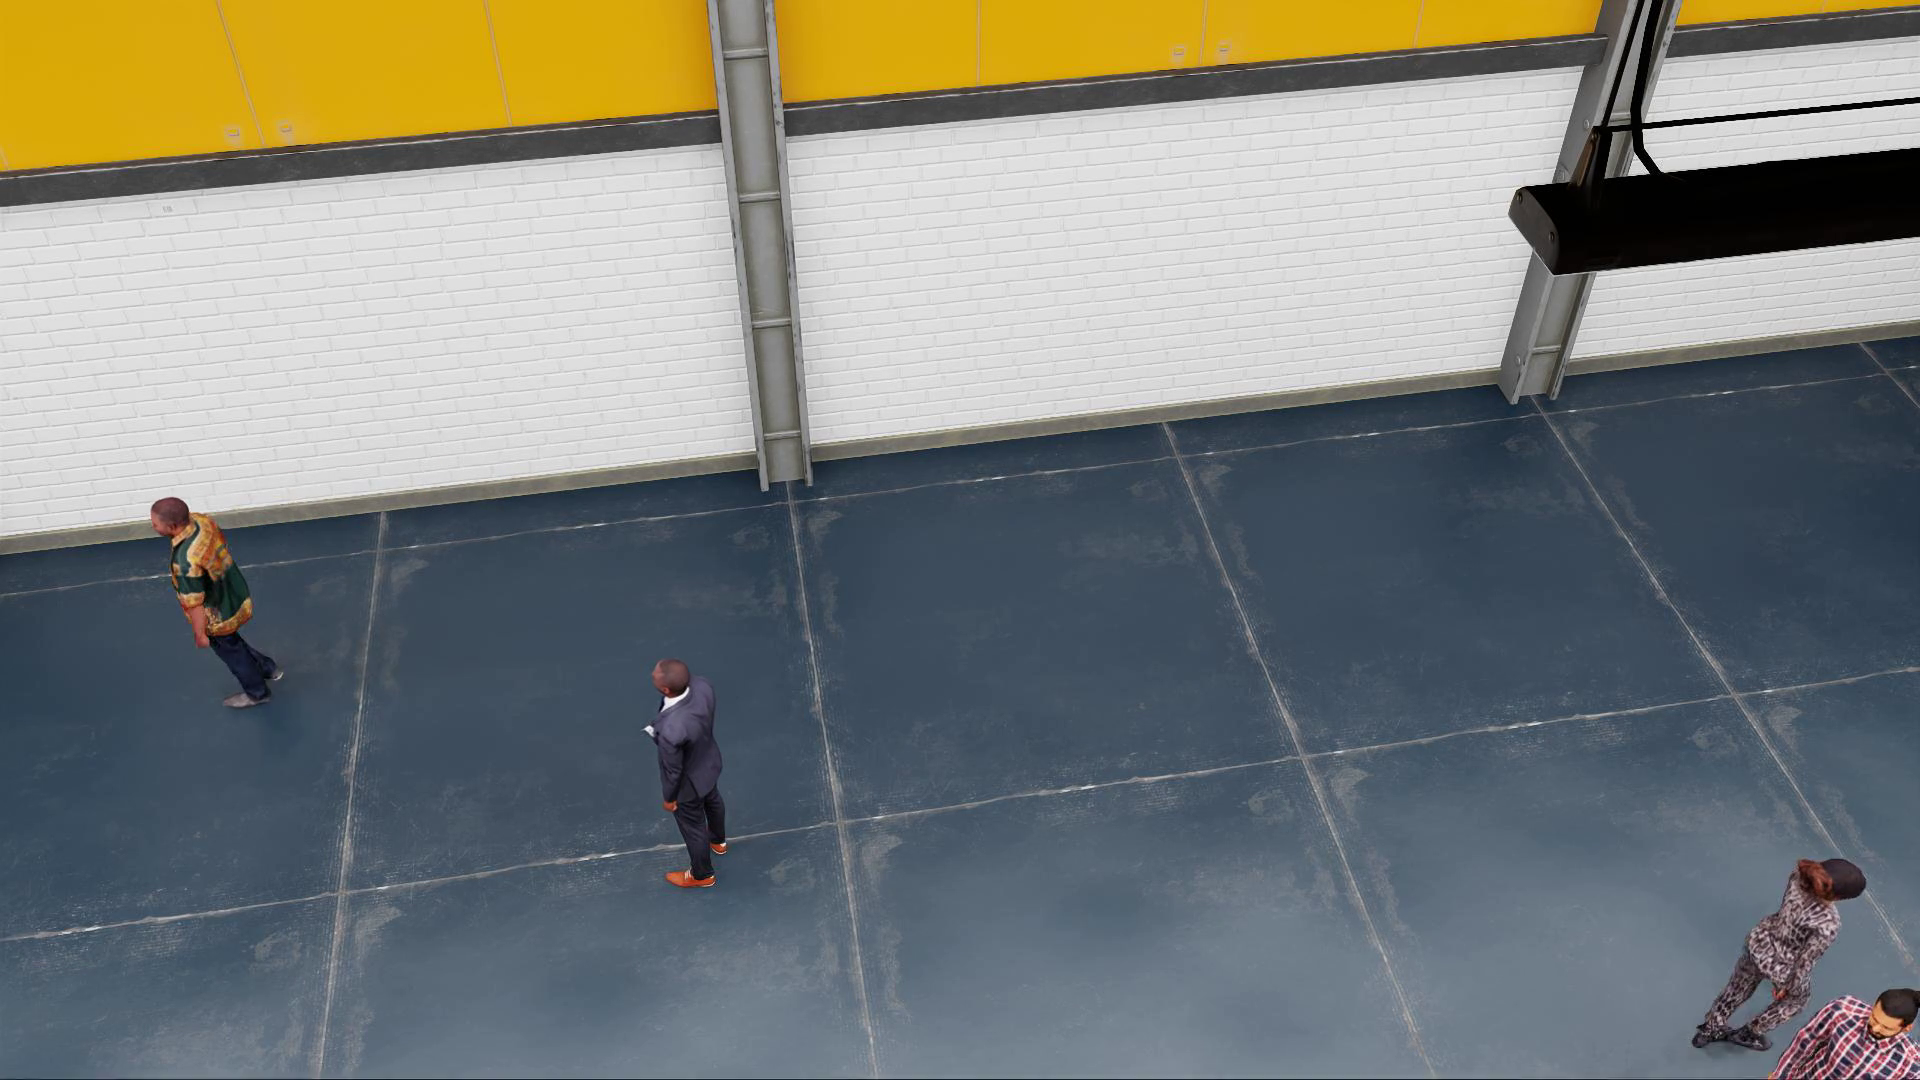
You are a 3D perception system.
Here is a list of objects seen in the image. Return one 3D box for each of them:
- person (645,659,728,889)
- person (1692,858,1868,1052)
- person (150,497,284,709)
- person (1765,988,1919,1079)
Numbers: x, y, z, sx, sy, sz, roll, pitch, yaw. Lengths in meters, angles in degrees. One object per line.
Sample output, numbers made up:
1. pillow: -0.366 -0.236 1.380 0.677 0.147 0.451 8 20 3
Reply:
1. person: -1.534 1.308 9.464 0.778 1.824 0.785 12 45 13
2. person: 4.160 2.185 8.633 0.644 1.699 0.583 -9 44 -10
3. person: -4.592 0.397 10.439 0.626 1.798 0.678 -7 44 -7
4. person: 4.320 2.659 8.107 1.098 1.740 0.928 -25 49 -24
